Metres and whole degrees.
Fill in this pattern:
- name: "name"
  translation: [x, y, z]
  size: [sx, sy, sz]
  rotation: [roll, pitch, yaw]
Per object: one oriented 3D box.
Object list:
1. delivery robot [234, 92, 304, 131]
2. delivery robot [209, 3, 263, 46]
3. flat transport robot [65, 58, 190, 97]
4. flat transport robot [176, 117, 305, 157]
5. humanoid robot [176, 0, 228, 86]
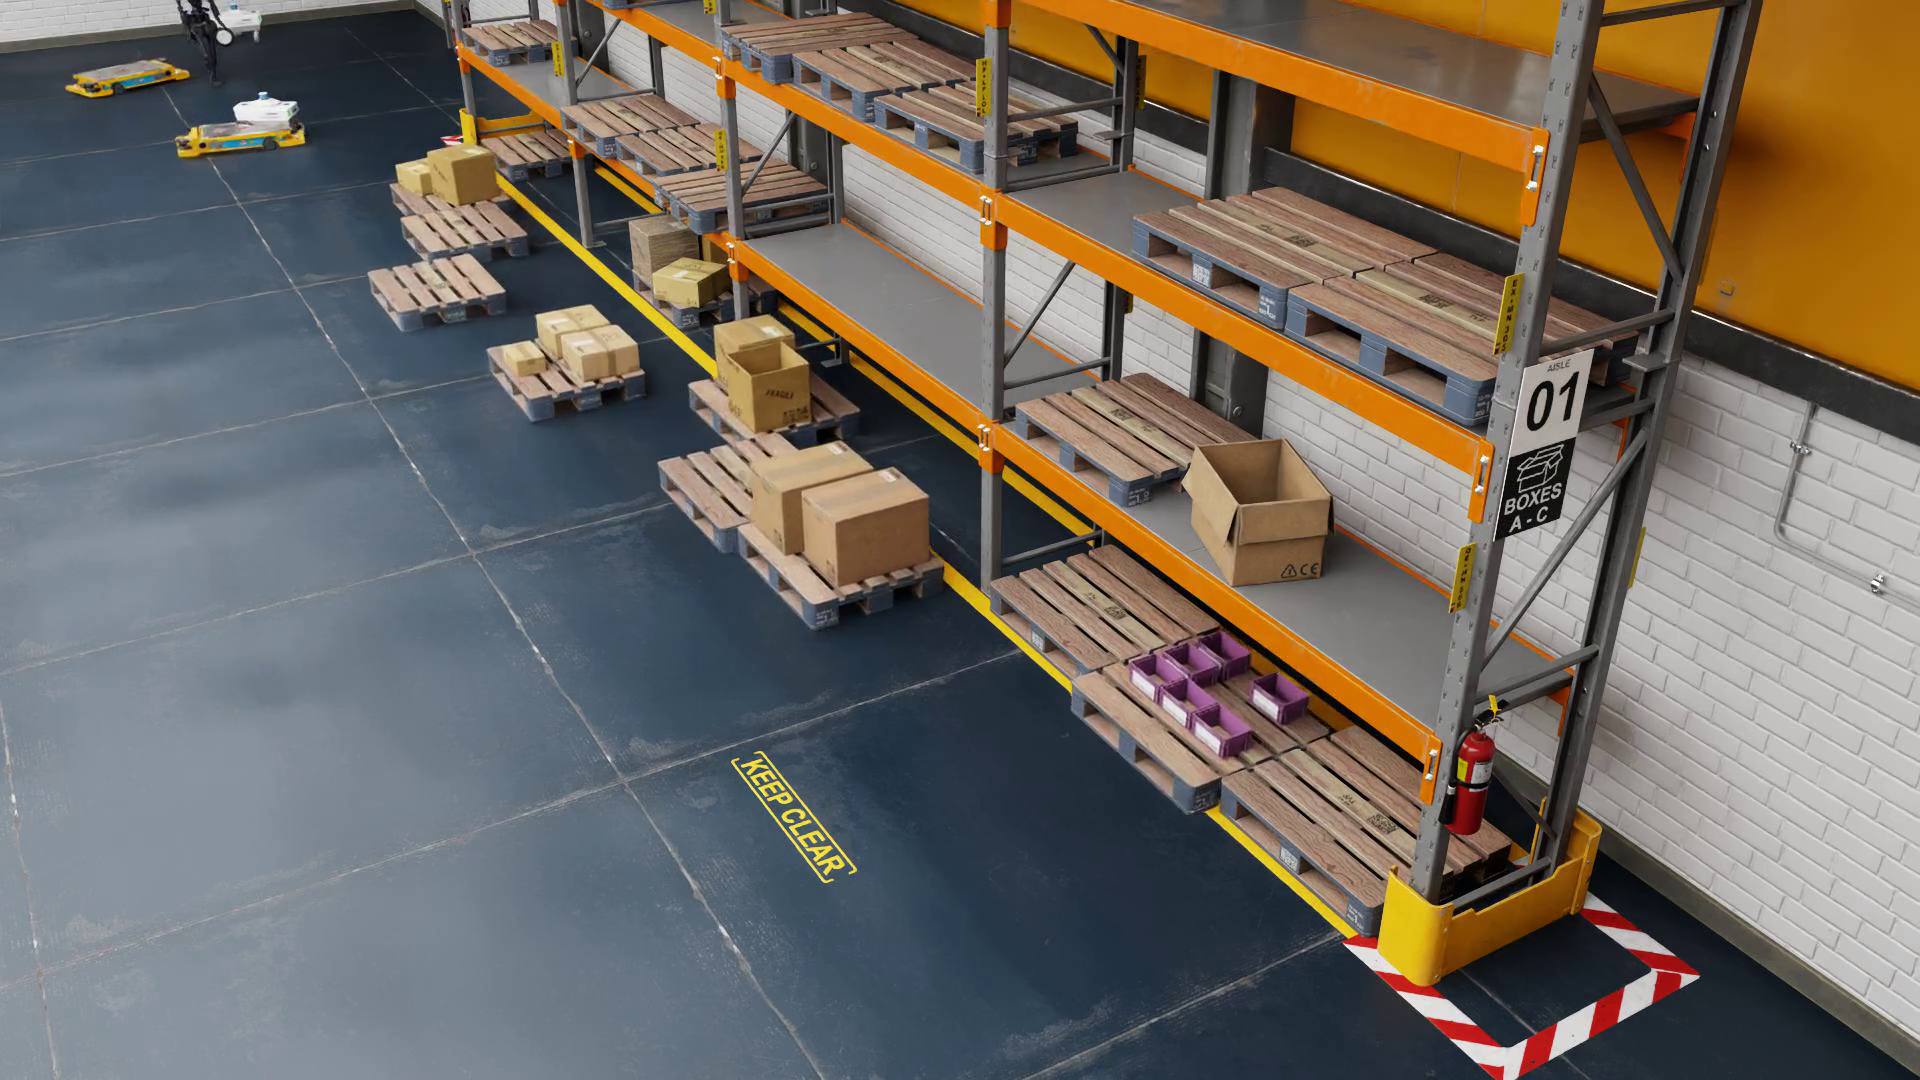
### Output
- name: "delivery robot"
  translation: [-8.565, -5.236, 20.578]
  size: [0.777, 0.587, 0.499]
  rotation: [-1, 30, -1]
- name: "delivery robot"
  translation: [-10.921, -7.749, 25.042]
  size: [0.786, 0.614, 0.525]
  rotation: [-14, 32, -23]
- name: "flat transport robot"
  translation: [-11.427, -6.343, 22.831]
  size: [0.659, 0.231, 1.431]
  rotation: [20, 35, 32]
- name: "flat transport robot"
  translation: [-8.788, -4.925, 20.327]
  size: [1.431, 0.231, 0.659]
  rotation: [-11, 31, -19]
- name: "humanoid robot"
  translation: [-10.273, -7.016, 22.594]
  size: [0.465, 1.651, 0.601]
  rotation: [18, 34, 29]
